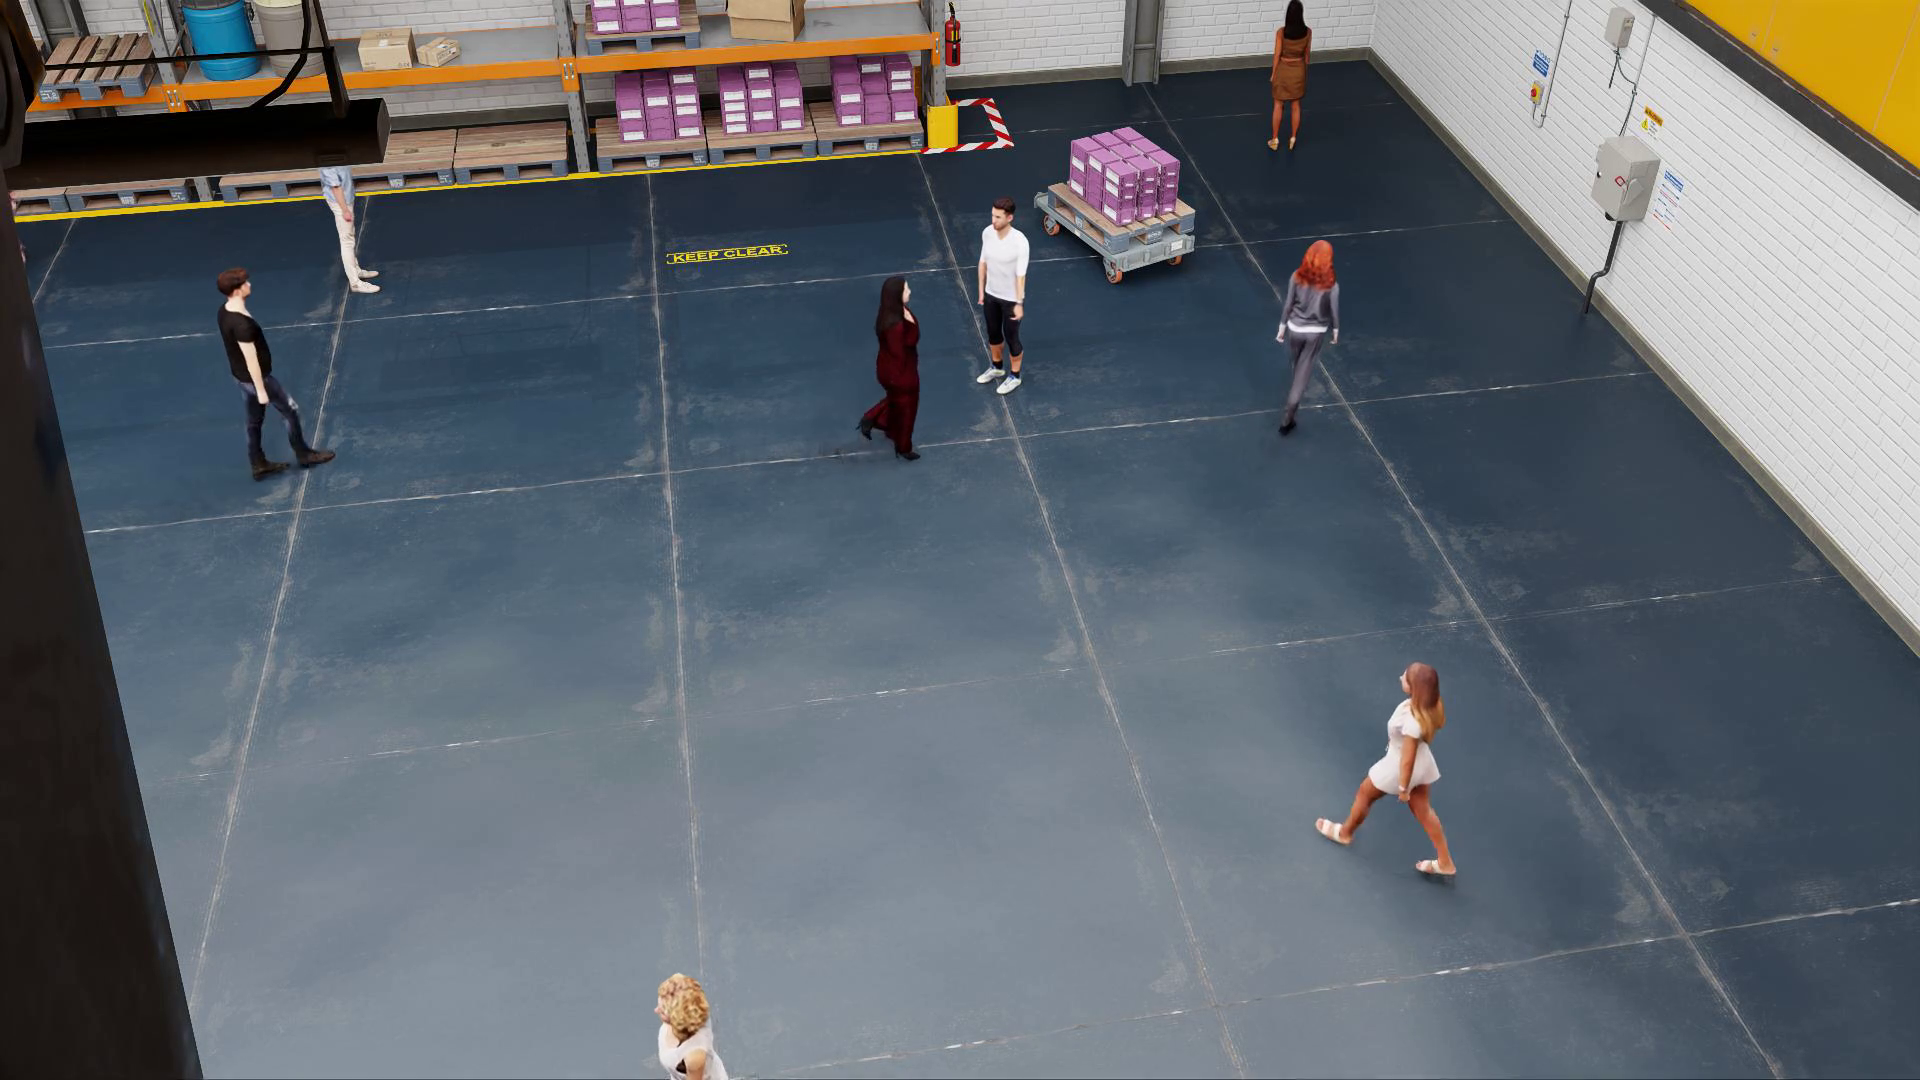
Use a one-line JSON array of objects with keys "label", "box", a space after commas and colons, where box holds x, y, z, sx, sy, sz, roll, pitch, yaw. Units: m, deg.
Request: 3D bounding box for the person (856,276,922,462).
[{"label": "person", "box": [-0.595, -1.380, 13.641, 0.789, 1.746, 0.689, -3, 39, -4]}]

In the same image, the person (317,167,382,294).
[{"label": "person", "box": [-5.939, -3.269, 15.925, 0.578, 1.848, 0.663, -10, 40, -12]}]

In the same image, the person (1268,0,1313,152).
[{"label": "person", "box": [3.641, -5.125, 18.378, 0.467, 1.686, 0.629, -3, 39, -3]}]

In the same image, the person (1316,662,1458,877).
[{"label": "person", "box": [2.815, 1.430, 10.195, 1.123, 1.655, 1.101, 26, 45, 29]}]

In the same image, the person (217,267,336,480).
[{"label": "person", "box": [-5.781, -1.282, 13.417, 1.041, 1.873, 0.934, -26, 45, -28]}]

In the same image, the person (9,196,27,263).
[{"label": "person", "box": [-9.433, -3.284, 16.097, 1.061, 1.656, 0.838, -5, 39, -6]}]

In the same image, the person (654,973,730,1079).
[{"label": "person", "box": [-1.255, 2.769, 8.519, 0.819, 1.654, 0.684, -12, 40, -14]}]

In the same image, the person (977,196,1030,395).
[{"label": "person", "box": [0.390, -2.156, 14.531, 0.738, 1.848, 0.783, 27, 46, 29]}]

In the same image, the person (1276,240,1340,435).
[{"label": "person", "box": [2.875, -1.664, 14.000, 1.052, 1.742, 1.076, 20, 43, 23]}]
